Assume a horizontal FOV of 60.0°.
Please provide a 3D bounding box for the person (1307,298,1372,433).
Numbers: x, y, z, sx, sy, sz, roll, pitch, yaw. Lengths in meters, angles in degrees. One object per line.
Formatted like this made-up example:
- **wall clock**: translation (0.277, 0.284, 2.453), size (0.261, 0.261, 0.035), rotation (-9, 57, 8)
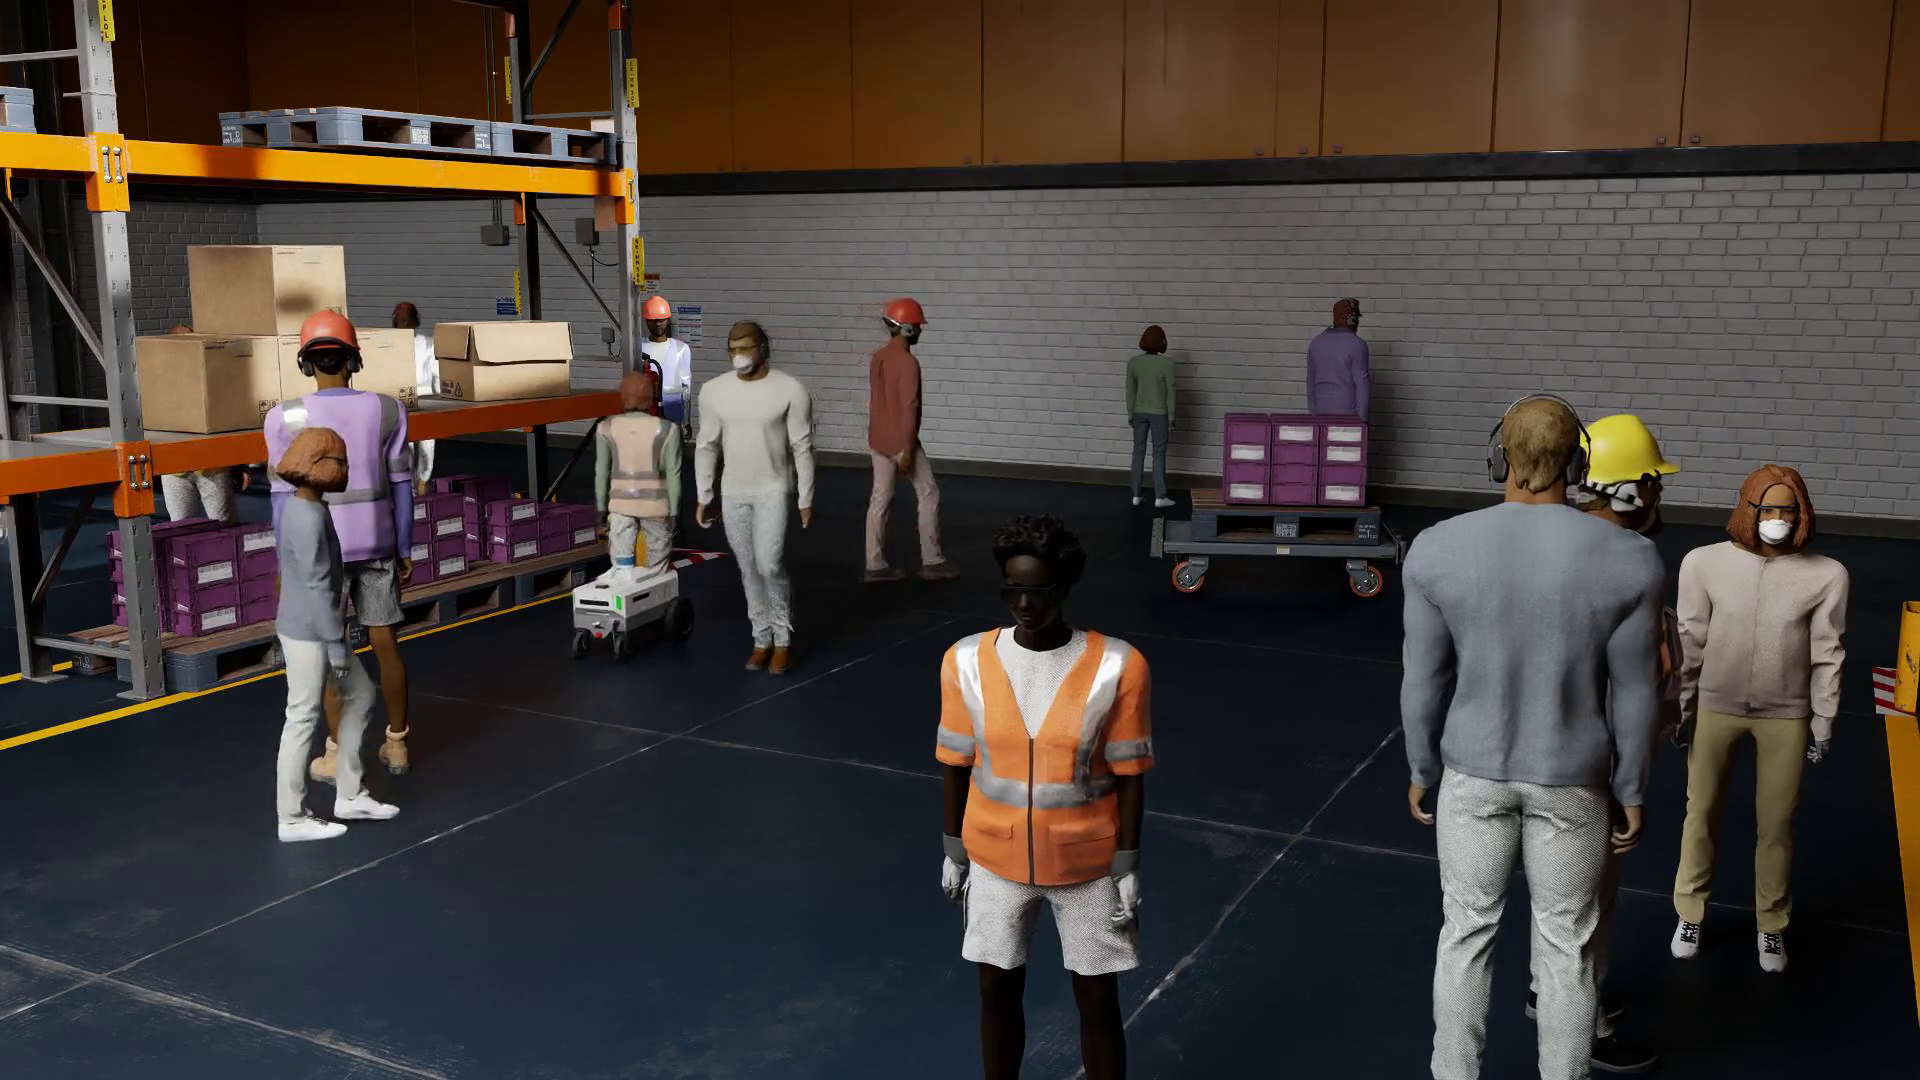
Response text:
- **person**: translation (3.189, -1.057, 13.884), size (0.401, 1.906, 0.650), rotation (-6, 12, -32)

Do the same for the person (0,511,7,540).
- **person**: translation (-7.389, -0.755, 12.093), size (0.639, 1.923, 0.740), rotation (8, 12, 38)

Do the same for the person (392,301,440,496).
- **person**: translation (-4.879, -1.185, 14.775), size (0.573, 1.866, 0.647), rotation (-4, 10, -20)

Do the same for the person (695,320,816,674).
- **person**: translation (-1.120, -0.219, 8.987), size (0.633, 1.917, 0.562), rotation (3, 10, 17)

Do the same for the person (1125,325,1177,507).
- **person**: translation (1.726, -1.116, 15.010), size (0.501, 1.633, 0.283), rotation (7, 12, 35)

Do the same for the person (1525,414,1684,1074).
- **person**: translation (1.816, 0.562, 4.711), size (0.404, 1.837, 0.594), rotation (1, 10, 7)

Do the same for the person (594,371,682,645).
- **person**: translation (-1.852, -0.155, 9.508), size (0.523, 1.612, 0.714), rotation (1, 10, 3)

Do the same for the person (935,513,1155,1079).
- **person**: translation (0.195, 0.764, 3.987), size (0.533, 1.687, 0.320), rotation (3, 10, 15)

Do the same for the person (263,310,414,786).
- **person**: translation (-2.660, 0.039, 7.164), size (0.609, 2.036, 0.402), rotation (-8, 13, -39)

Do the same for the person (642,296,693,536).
- **person**: translation (-2.415, -0.984, 13.368), size (0.542, 1.939, 0.362), rotation (-3, 10, -18)

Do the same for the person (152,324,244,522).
- **person**: translation (-4.878, -0.455, 10.618), size (0.626, 1.836, 0.429), rotation (-1, 10, -3)

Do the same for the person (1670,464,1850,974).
- **person**: translation (2.526, 0.565, 5.306), size (0.497, 1.629, 0.276), rotation (4, 11, 22)

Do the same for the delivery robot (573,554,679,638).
- **delivery robot**: translation (-1.911, 0.322, 9.539), size (0.477, 0.478, 0.707), rotation (3, 10, 19)

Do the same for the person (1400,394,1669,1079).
- **person**: translation (1.421, 0.601, 4.200), size (0.630, 1.938, 0.373), rotation (4, 11, 22)

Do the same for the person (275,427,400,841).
- **person**: translation (-2.417, 0.367, 6.455), size (0.591, 1.612, 0.525), rotation (-4, 11, -22)

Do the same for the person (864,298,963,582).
- **person**: translation (-0.330, -0.687, 11.582), size (0.814, 1.967, 0.617), rotation (-6, 12, -33)
